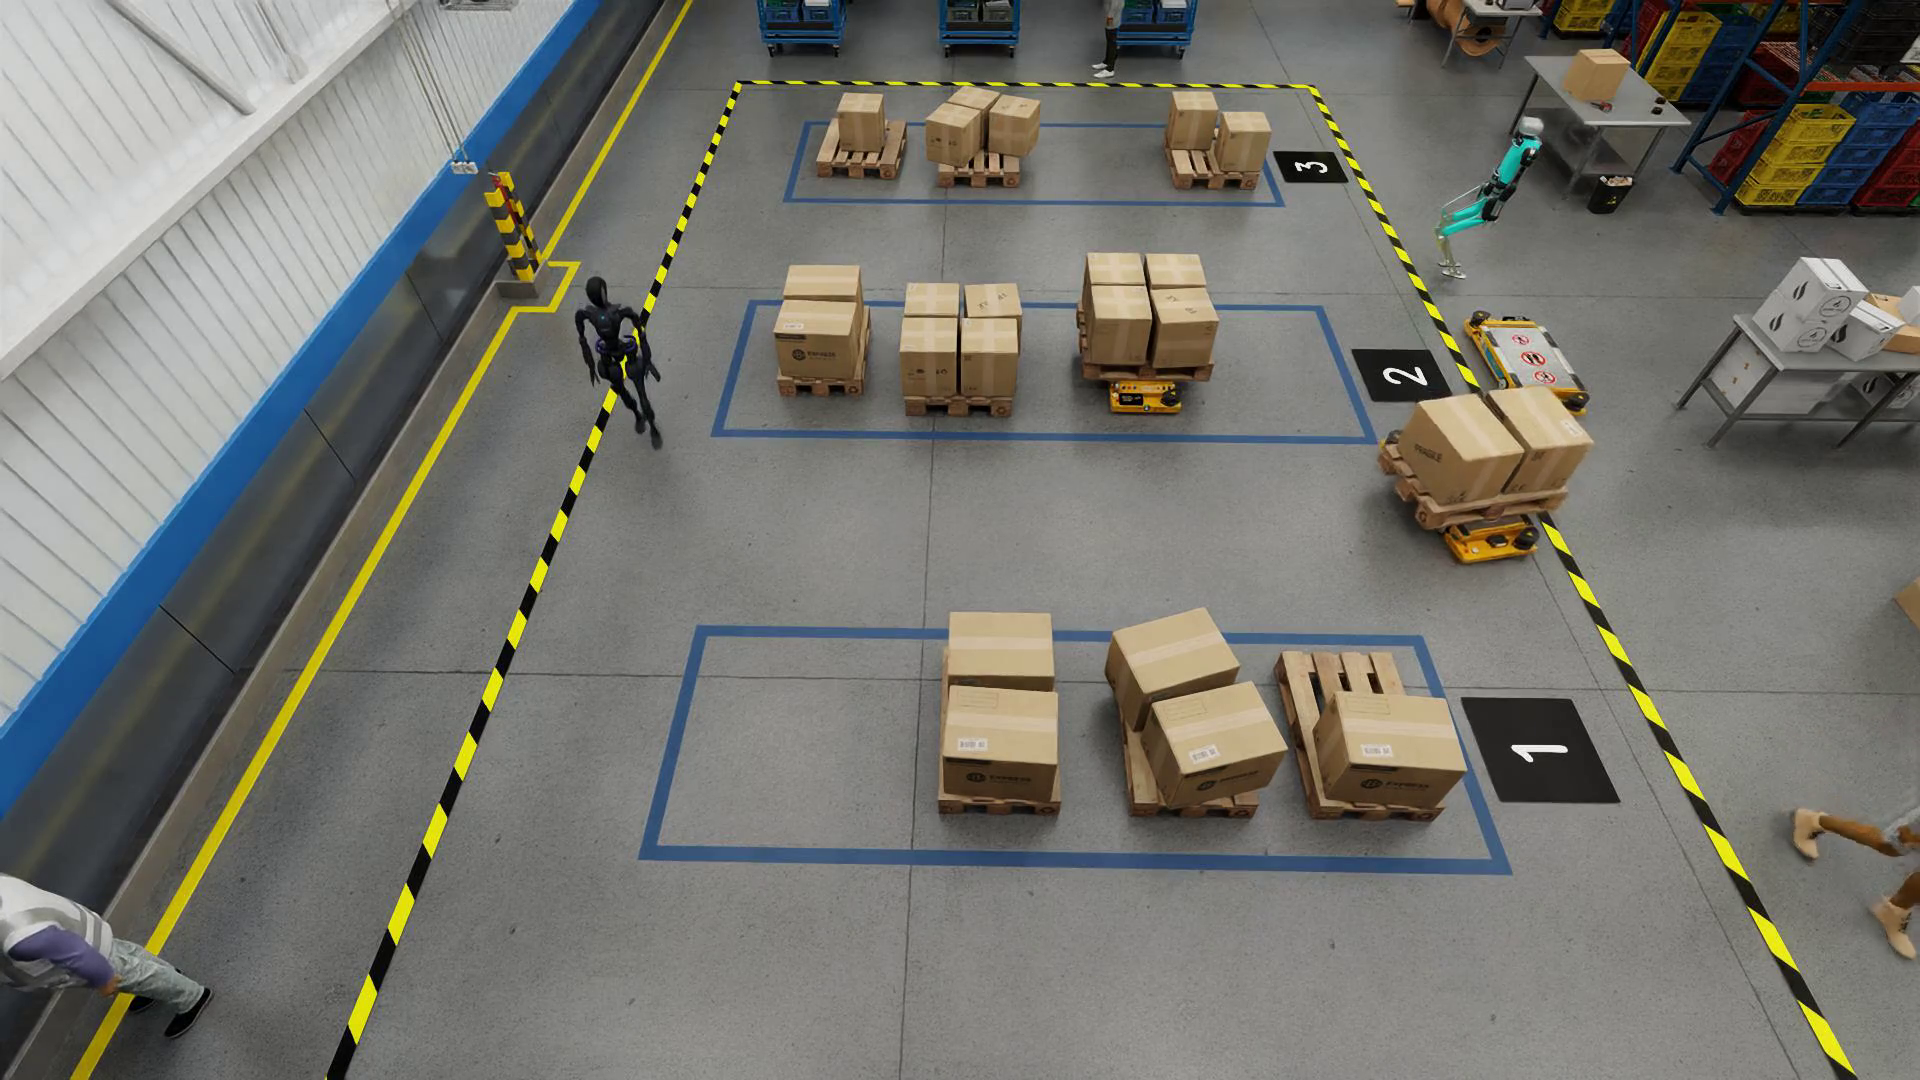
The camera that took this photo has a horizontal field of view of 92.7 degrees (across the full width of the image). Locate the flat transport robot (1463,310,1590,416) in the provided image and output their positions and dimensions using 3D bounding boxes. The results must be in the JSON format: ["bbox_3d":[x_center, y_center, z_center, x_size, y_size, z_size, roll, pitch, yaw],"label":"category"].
[{"bbox_3d":[5.573,-1.757,9.054,0.659,0.231,1.431,1,49,1],"label":"flat transport robot"}]

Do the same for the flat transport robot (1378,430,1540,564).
[{"bbox_3d":[4.274,-0.434,7.891,0.652,0.197,1.431,-9,50,-7],"label":"flat transport robot"}]

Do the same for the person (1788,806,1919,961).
[{"bbox_3d":[5.587,1.535,5.060,0.619,2.019,0.823,-2,49,-2],"label":"person"}]

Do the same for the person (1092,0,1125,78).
[{"bbox_3d":[2.154,-7.603,13.067,0.368,1.852,0.588,3,49,2],"label":"person"}]

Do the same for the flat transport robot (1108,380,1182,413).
[{"bbox_3d":[1.773,-1.807,9.079,0.652,0.197,1.431,1,49,1],"label":"flat transport robot"}]

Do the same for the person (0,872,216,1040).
[{"bbox_3d":[-4.553,2.118,4.673,0.587,1.821,0.404,23,53,19],"label":"person"}]

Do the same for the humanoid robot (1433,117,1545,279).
[{"bbox_3d":[5.365,-3.561,9.555,0.735,1.677,0.533,10,50,8],"label":"humanoid robot"}]

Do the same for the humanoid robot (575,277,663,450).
[{"bbox_3d":[-2.932,-1.525,7.924,0.600,1.643,0.541,-7,49,-6],"label":"humanoid robot"}]
